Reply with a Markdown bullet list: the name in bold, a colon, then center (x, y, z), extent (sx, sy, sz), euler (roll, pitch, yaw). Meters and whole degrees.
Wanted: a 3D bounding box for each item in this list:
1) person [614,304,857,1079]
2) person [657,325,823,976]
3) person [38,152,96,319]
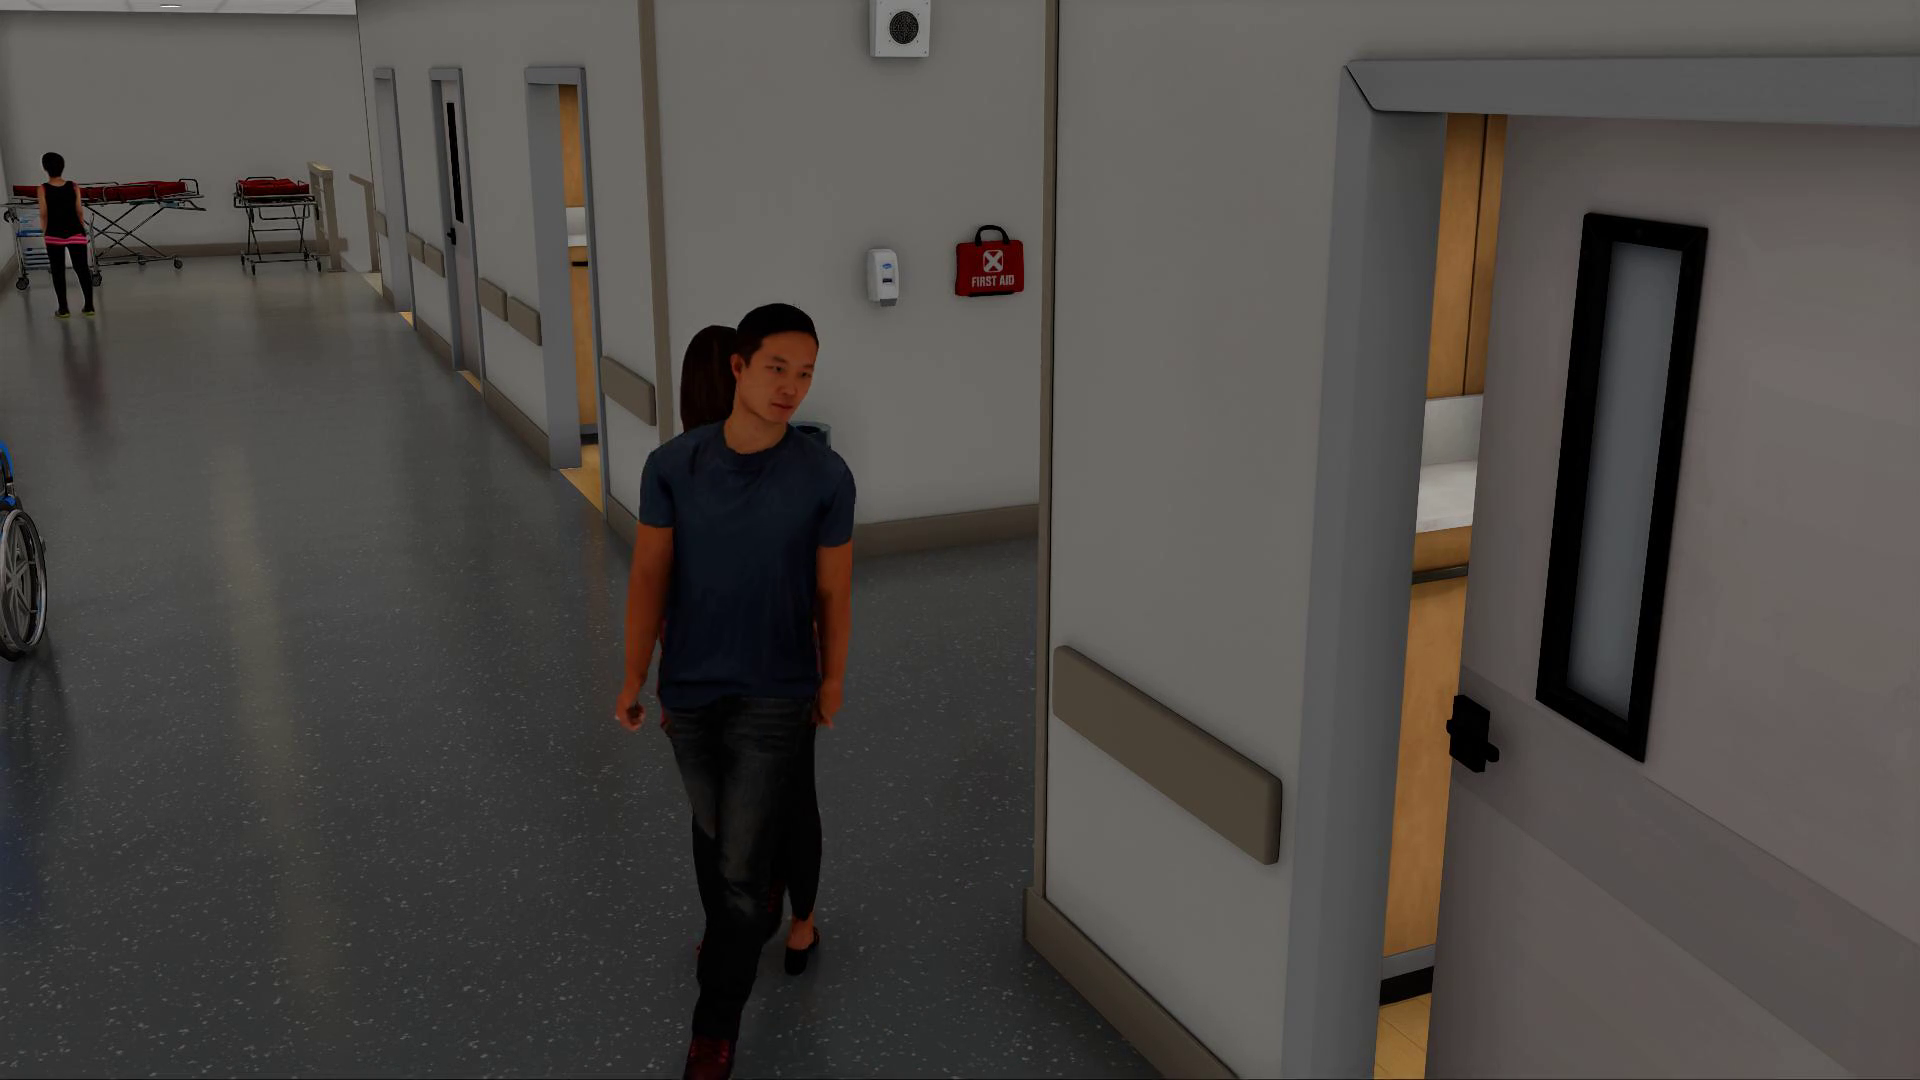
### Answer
- **person**: center (-0.512, 0.331, 4.006), extent (1.103, 1.758, 1.269), euler (3, 16, 12)
- **person**: center (-0.547, 0.307, 4.196), extent (0.659, 1.700, 0.627), euler (-3, 16, -11)
- **person**: center (-8.581, -2.929, 15.949), extent (0.567, 1.551, 0.561), euler (-12, 20, -36)
